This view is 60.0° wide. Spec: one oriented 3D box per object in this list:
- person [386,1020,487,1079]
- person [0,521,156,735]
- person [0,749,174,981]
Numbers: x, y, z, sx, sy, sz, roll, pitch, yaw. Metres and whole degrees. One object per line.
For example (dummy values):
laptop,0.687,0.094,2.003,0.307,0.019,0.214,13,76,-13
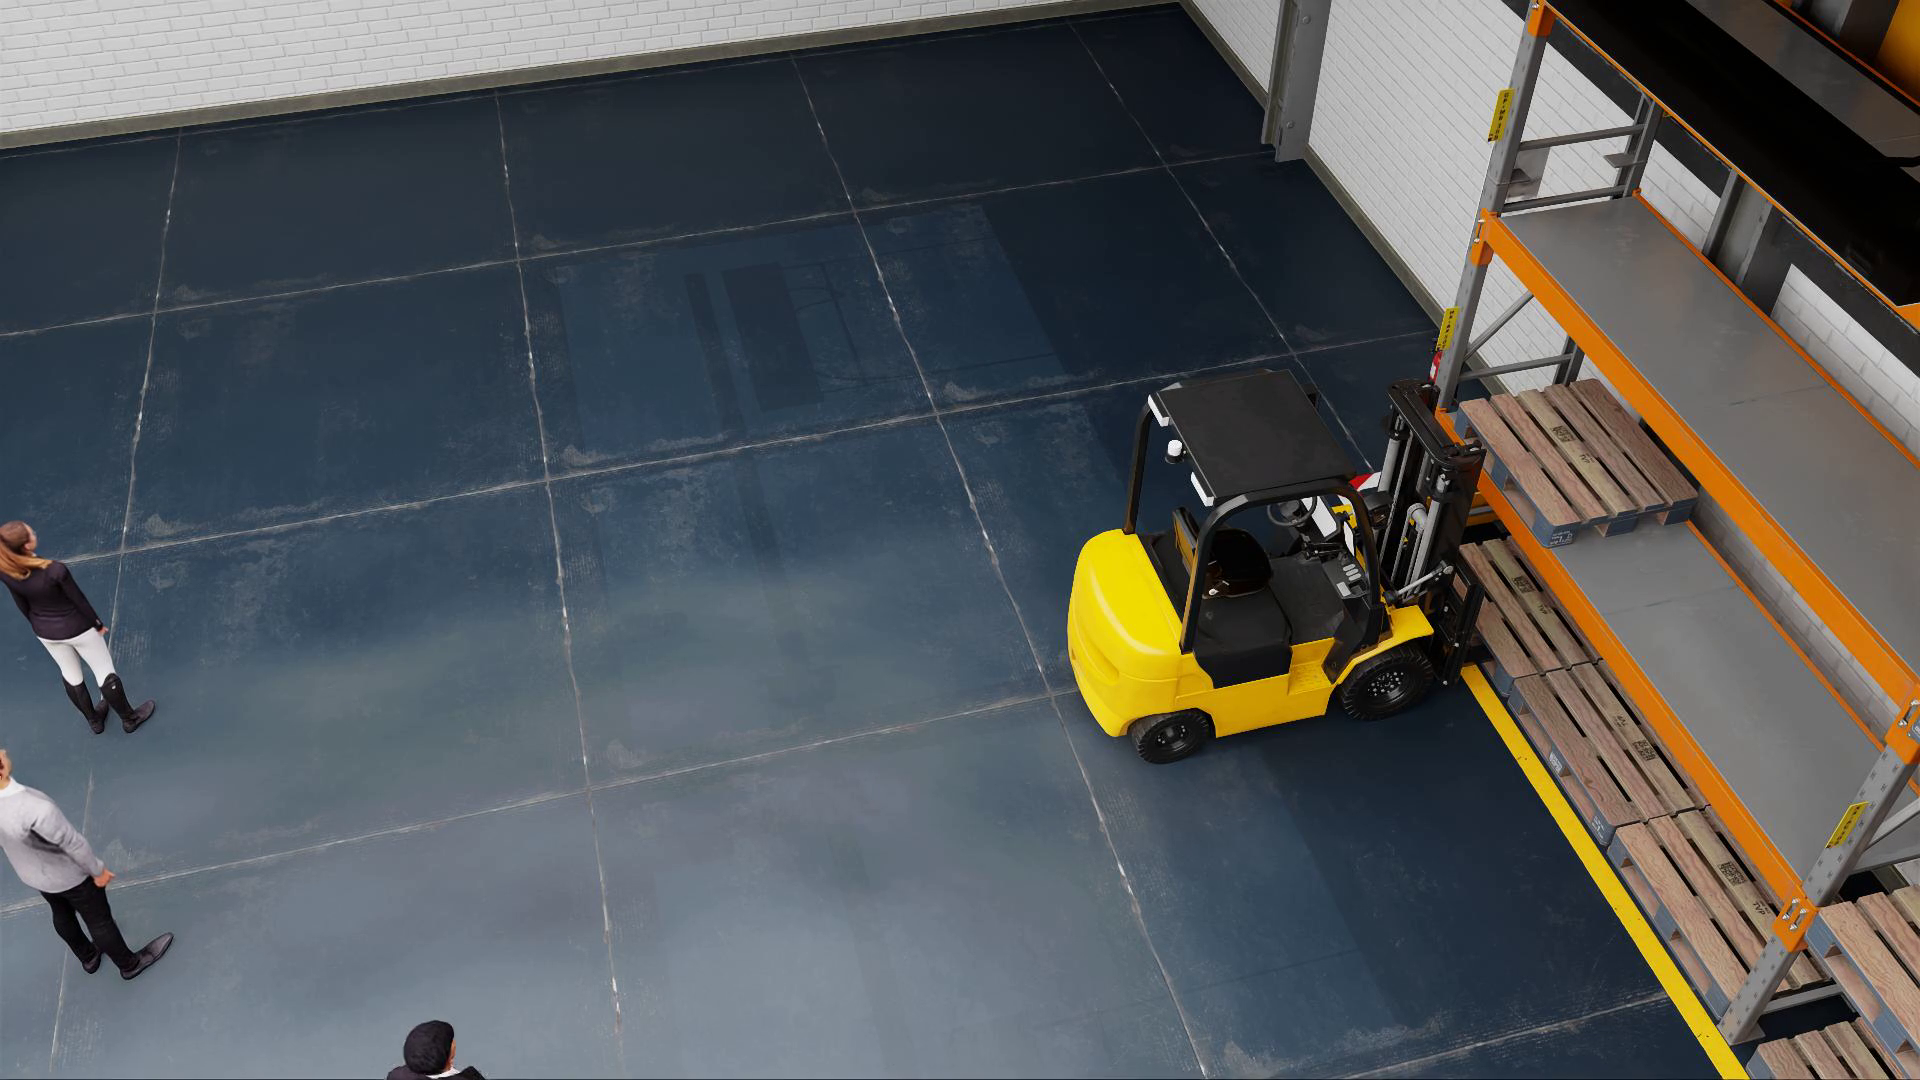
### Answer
person,-2.300,2.871,7.605,1.149,1.825,1.335,12,45,13
person,-5.432,0.545,10.116,0.634,1.729,0.626,2,44,2
person,-4.788,1.702,8.760,0.838,1.924,0.837,11,45,12
